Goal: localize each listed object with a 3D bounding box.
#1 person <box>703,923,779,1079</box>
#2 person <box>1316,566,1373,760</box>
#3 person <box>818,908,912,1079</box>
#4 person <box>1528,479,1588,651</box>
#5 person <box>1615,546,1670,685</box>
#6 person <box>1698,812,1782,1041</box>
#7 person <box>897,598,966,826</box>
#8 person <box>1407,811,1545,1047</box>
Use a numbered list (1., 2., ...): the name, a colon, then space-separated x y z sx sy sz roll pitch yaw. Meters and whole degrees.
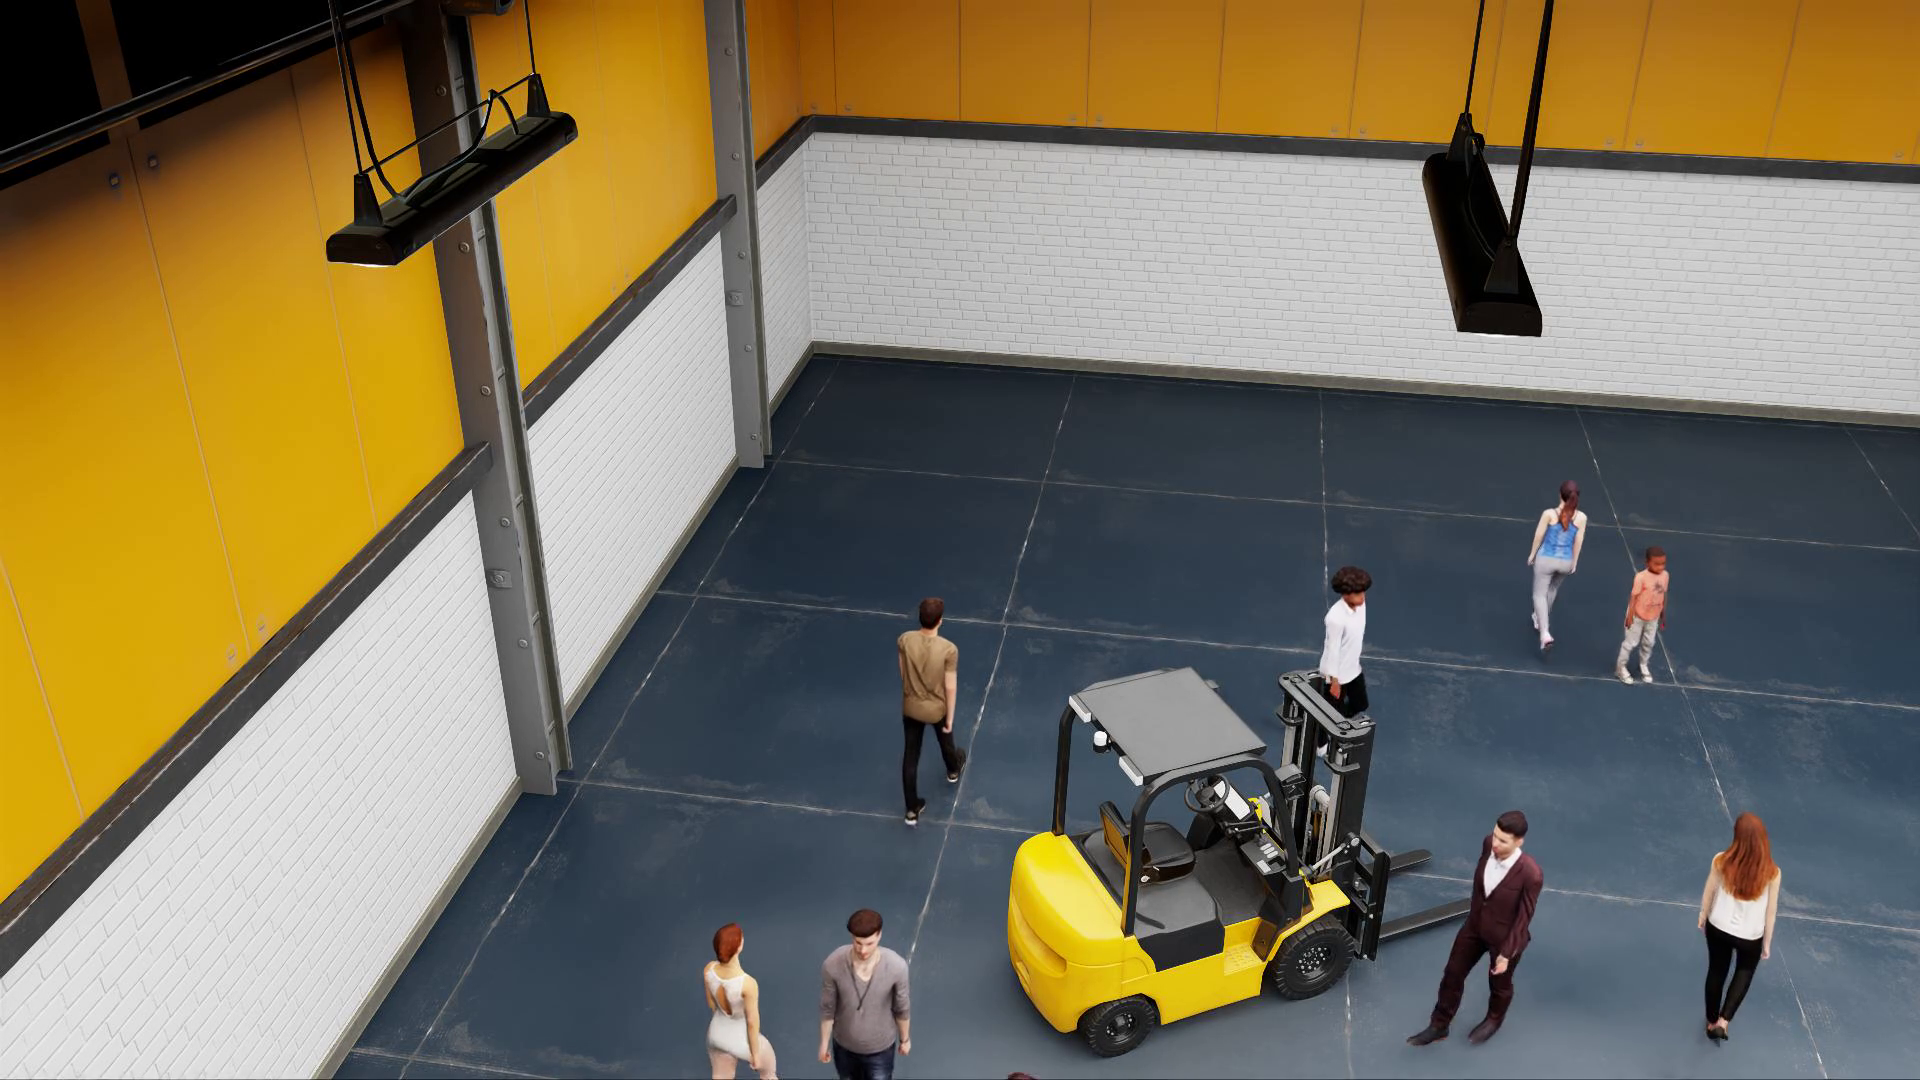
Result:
1. person: -1.364 2.997 9.770 0.712 1.619 0.928 13 31 22
2. person: 2.985 0.975 13.291 0.823 1.798 0.729 24 37 37
3. person: -0.553 2.868 9.733 0.690 1.882 1.133 4 29 7
4. person: 5.317 0.237 14.867 0.619 1.585 1.025 2 29 4
5. person: 5.925 0.619 14.459 0.566 1.304 0.588 -5 29 -9
6. person: 4.897 2.528 10.545 0.739 1.701 0.777 19 34 31
7. person: -0.299 1.334 12.620 0.751 1.812 1.153 8 30 14
8. person: 3.461 2.448 10.549 1.082 1.839 1.036 -17 33 -28
